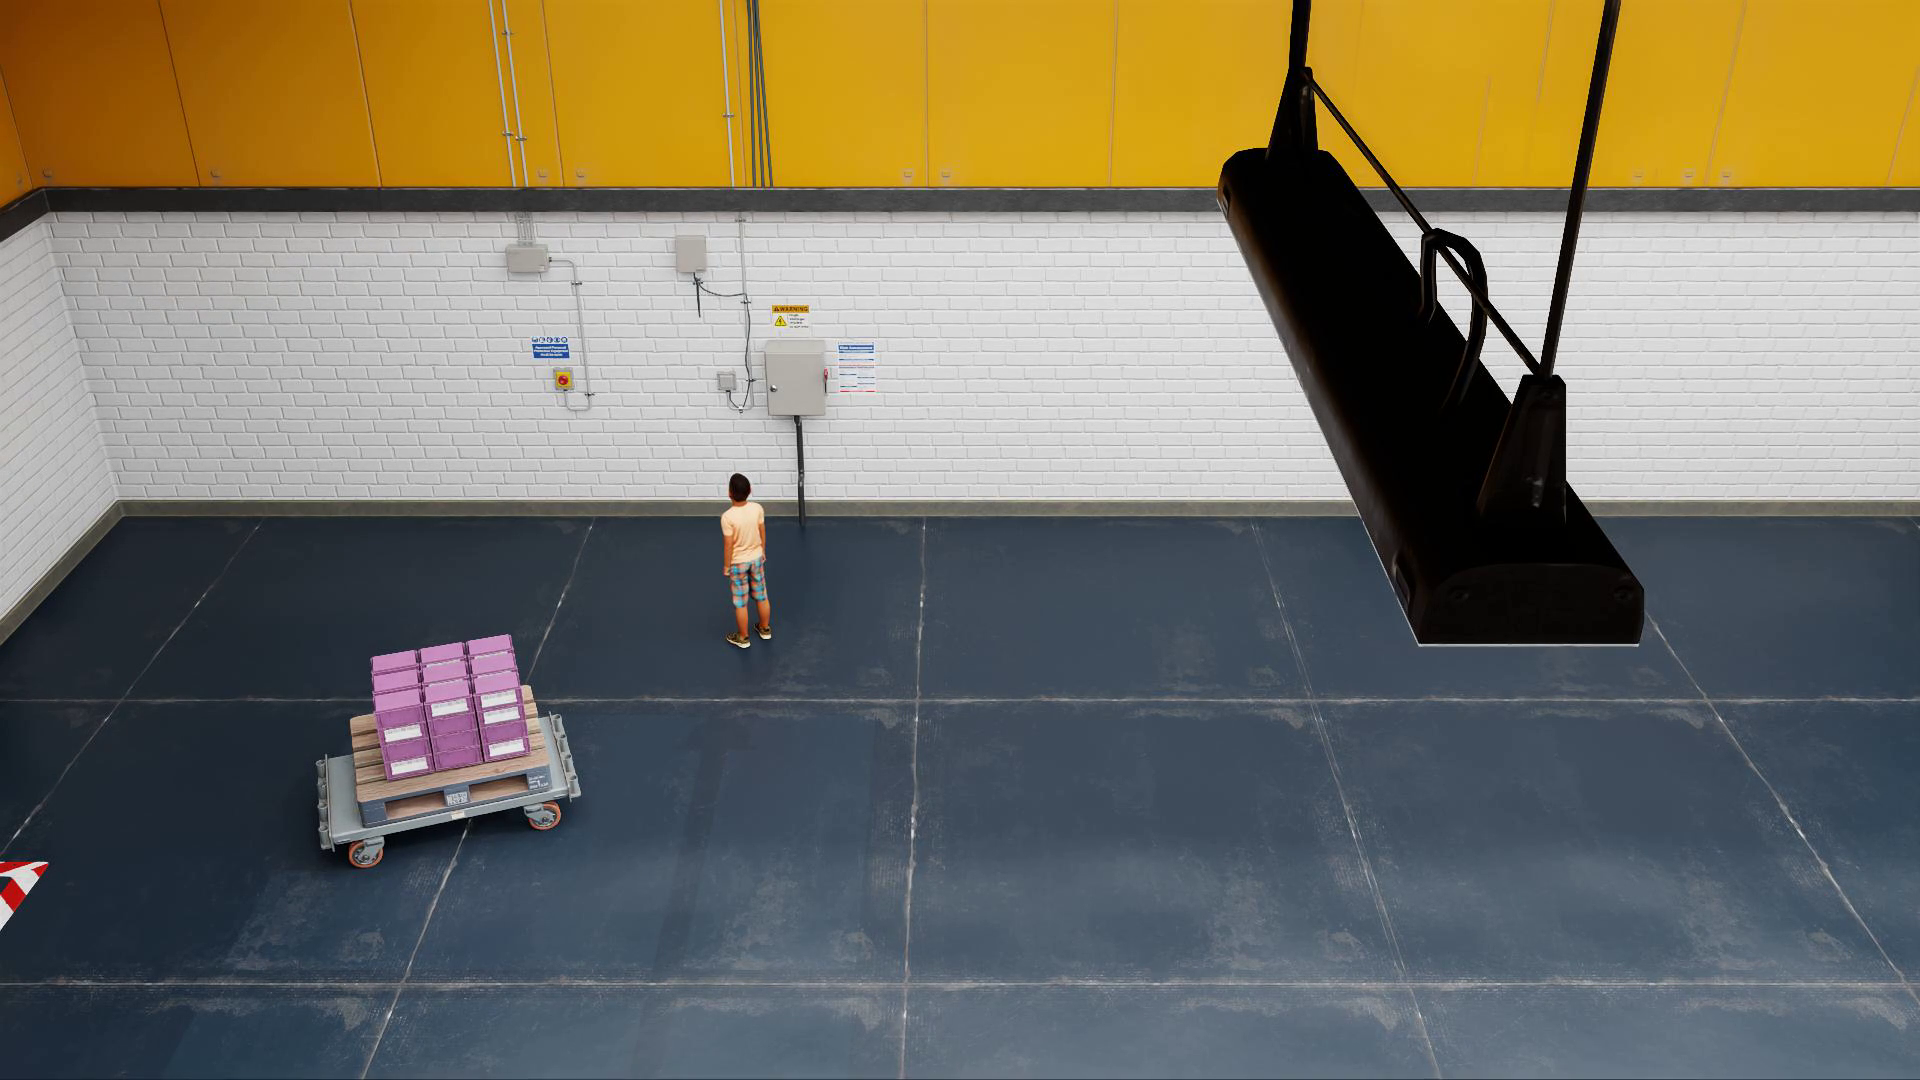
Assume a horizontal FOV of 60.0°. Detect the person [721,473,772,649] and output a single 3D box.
[{"bbox_3d":[-1.667,0.154,12.931,0.608,1.461,0.644,-19,34,-31],"label":"person"}]
